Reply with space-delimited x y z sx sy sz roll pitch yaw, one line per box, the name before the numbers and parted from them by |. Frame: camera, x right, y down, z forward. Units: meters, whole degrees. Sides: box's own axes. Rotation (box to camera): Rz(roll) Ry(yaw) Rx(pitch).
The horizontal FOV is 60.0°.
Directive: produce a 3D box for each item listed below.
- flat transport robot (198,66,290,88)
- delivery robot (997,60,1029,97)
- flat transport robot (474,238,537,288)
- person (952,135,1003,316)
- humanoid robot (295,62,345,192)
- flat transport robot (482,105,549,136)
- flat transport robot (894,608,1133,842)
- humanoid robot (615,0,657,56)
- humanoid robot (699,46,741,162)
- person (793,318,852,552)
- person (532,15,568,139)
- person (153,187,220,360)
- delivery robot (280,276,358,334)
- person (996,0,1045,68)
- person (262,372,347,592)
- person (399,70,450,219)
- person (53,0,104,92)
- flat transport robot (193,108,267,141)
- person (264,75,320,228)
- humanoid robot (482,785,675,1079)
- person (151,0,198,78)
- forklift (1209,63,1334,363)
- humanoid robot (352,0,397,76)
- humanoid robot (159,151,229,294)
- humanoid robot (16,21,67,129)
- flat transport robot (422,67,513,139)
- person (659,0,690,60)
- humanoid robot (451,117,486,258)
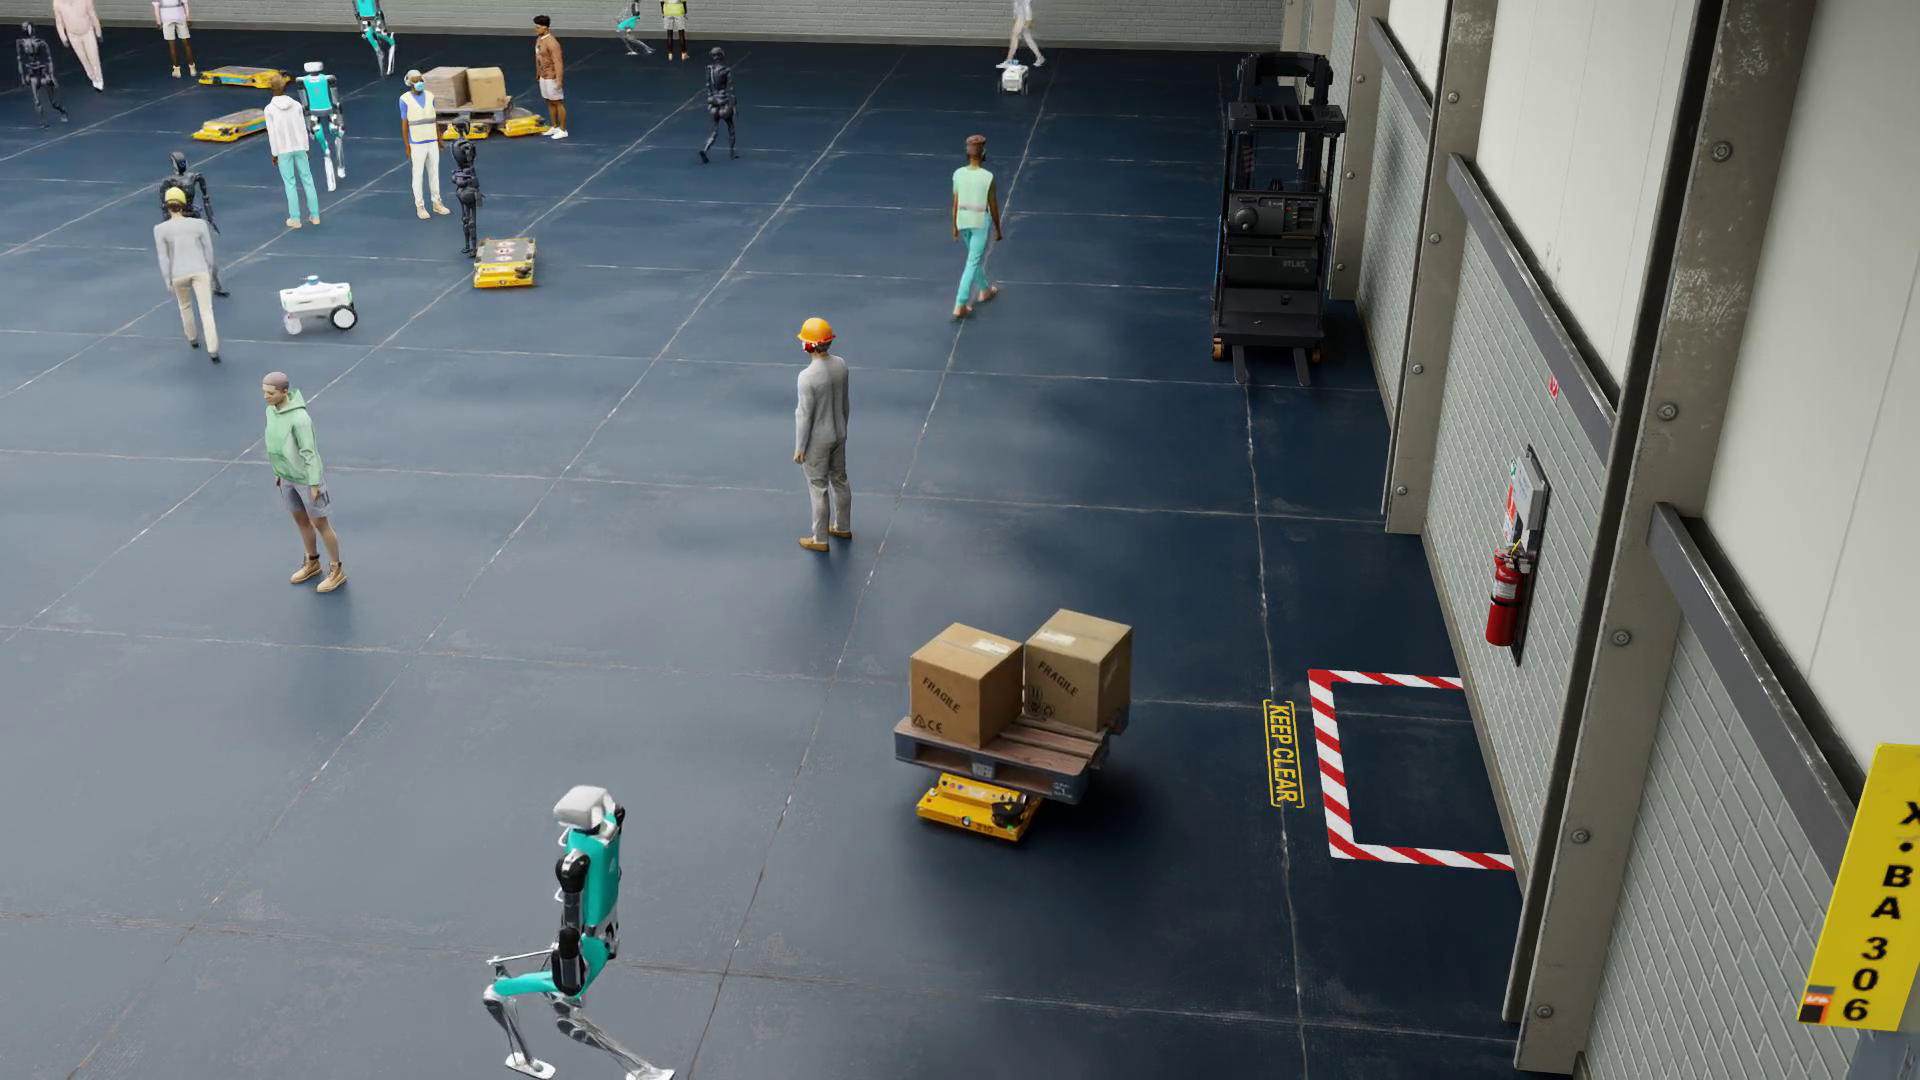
flat transport robot | -12.738 -8.226 29.561 1.431 0.231 0.659 8 28 16
delivery robot | 0.957 -7.989 28.745 0.499 0.575 0.754 6 27 12
flat transport robot | -5.385 -3.303 19.733 0.659 0.231 1.431 -5 27 -9
person | 0.167 -3.453 18.193 0.503 1.931 1.035 14 30 26
humanoid robot | -8.804 -5.784 23.115 0.541 1.783 1.032 -6 27 -12
flat transport robot | -7.159 -6.684 26.482 0.659 0.231 1.431 -18 32 -32
flat transport robot | 0.321 1.356 10.432 0.659 0.231 1.431 11 29 21
humanoid robot | -6.240 -10.034 31.510 0.861 1.752 0.567 -4 27 -8
humanoid robot | -3.536 -6.343 24.259 0.589 1.640 0.692 19 32 33
person | -1.076 -0.822 12.979 0.380 1.890 0.563 19 32 33
person | -6.301 -7.140 25.647 0.403 1.860 0.826 -19 32 -33
person | -7.847 -2.716 16.945 0.514 1.705 0.876 -12 29 -23
delivery robot | -6.892 -2.534 17.899 0.818 0.614 0.499 -11 29 -21
person | 1.164 -9.637 30.655 0.947 1.823 0.557 -5 27 -10
person | -4.914 -0.447 12.399 0.471 1.734 0.324 15 30 28
person | -6.981 -5.150 21.611 0.383 1.890 0.544 23 34 37
person | -15.180 -8.672 28.682 0.661 1.852 0.977 -8 28 -15
flat transport robot | -11.309 -6.538 26.191 0.659 0.231 1.431 9 28 17
person | -8.523 -4.948 21.179 0.489 1.917 0.373 -20 33 -34
humanoid robot | -1.891 1.888 7.759 1.042 1.734 0.545 5 27 11
person | -14.121 -9.356 29.840 0.607 2.044 0.368 -16 31 -29
forklift | 3.241 -3.477 17.183 1.129 2.768 1.873 3 27 6
humanoid robot | -10.444 -9.126 29.846 0.541 1.889 0.797 5 27 9
humanoid robot | -8.696 -3.575 18.755 0.784 1.621 0.612 20 33 35
humanoid robot | -14.559 -7.389 26.347 0.599 1.634 0.673 0 27 0
flat transport robot | -7.711 -6.588 26.290 0.659 0.231 1.431 -3 27 -6
person | -5.381 -9.904 31.317 0.550 1.693 0.320 3 27 7
humanoid robot | -5.949 -4.275 20.087 0.315 1.655 0.599 -15 30 -27
